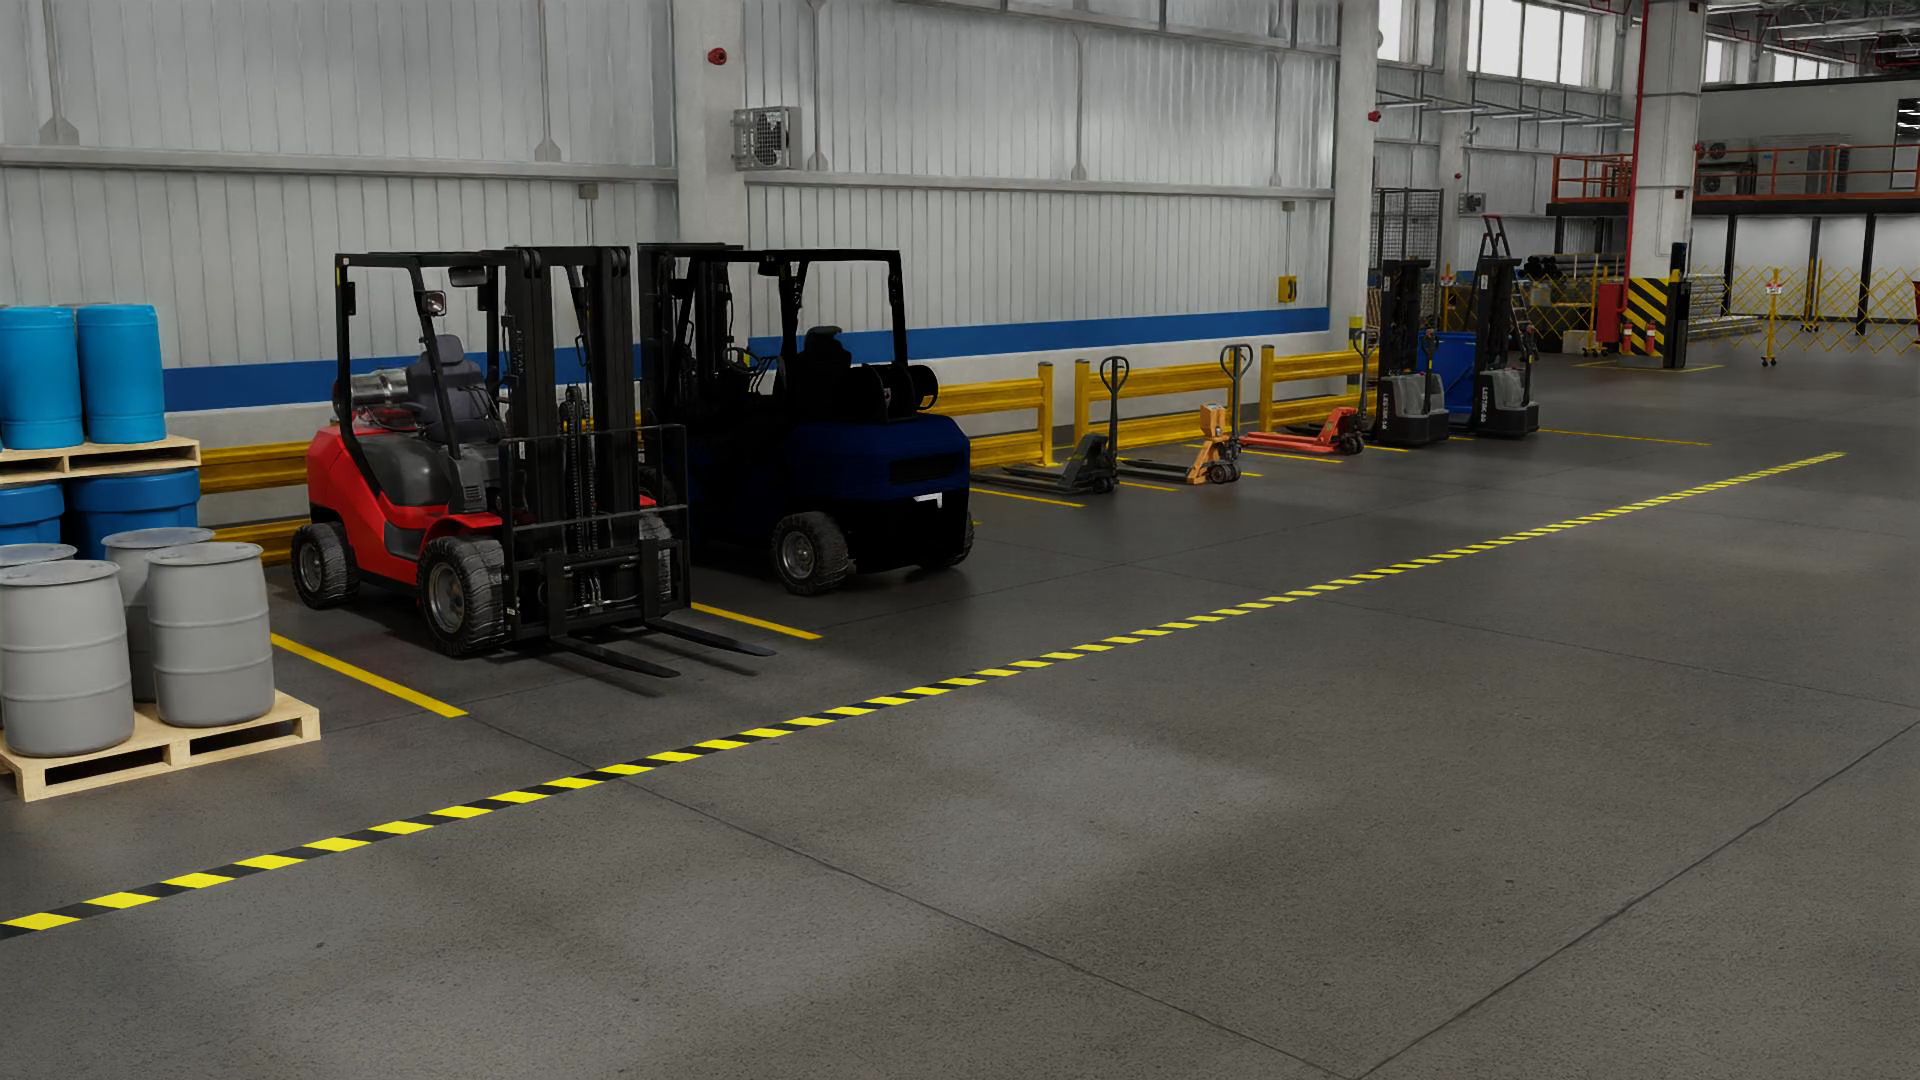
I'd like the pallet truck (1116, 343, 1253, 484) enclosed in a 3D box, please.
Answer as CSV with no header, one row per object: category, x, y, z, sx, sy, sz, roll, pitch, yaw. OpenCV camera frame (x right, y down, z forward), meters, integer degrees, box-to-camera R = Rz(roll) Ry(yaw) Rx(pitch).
pallet truck,1.962,-1.215,15.415,1.522,1.261,0.704,10,14,43

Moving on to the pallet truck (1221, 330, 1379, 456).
pallet truck,3.563,-1.581,17.381,0.653,1.274,1.630,-10,14,-44

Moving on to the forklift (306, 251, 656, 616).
forklift,-2.833,-0.669,9.694,1.157,1.987,2.680,-10,14,-44

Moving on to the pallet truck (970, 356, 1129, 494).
pallet truck,0.784,-1.085,14.876,0.680,1.201,1.601,-10,14,-44

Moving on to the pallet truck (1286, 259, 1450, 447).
pallet truck,4.493,-2.078,18.196,0.823,1.965,1.885,-9,14,-40

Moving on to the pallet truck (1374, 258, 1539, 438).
pallet truck,5.704,-2.208,18.901,1.885,1.965,0.823,10,14,43

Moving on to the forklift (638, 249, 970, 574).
forklift,-1.173,-0.958,11.239,2.680,1.987,1.157,10,14,43
